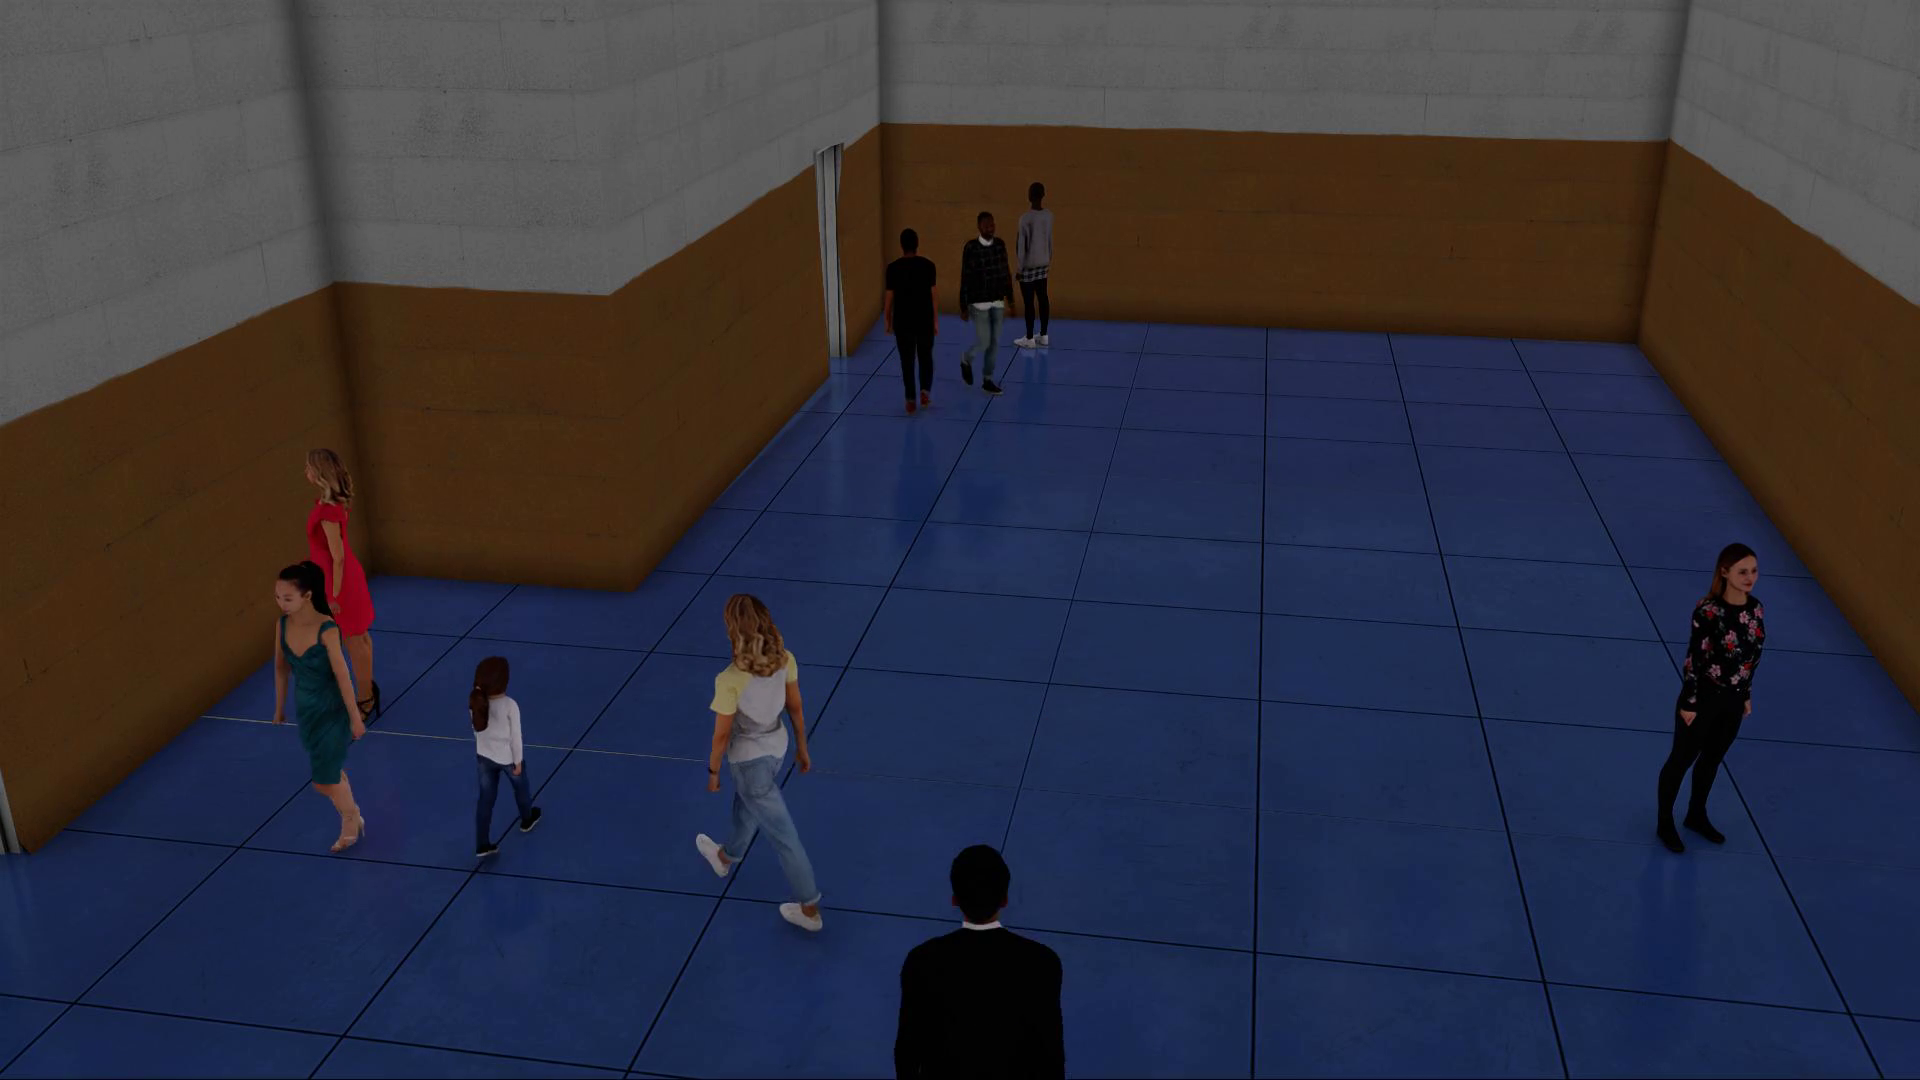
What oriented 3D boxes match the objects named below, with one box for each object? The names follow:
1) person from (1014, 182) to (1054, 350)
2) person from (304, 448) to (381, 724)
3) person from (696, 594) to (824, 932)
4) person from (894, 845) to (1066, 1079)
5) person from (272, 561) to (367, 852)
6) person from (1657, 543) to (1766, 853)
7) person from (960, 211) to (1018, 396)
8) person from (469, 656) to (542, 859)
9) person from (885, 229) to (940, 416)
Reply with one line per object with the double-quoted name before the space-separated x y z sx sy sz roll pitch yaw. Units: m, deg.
"person" 0.806 -2.959 17.892 0.697 1.772 0.739 -17 28 -36
"person" -3.678 0.261 9.936 0.660 1.729 0.648 -5 22 -13
"person" -0.889 1.111 7.887 1.232 1.664 0.994 17 27 35
"person" 0.058 1.947 5.606 1.181 1.830 0.973 -1 22 -3
"person" -3.185 0.872 8.490 0.667 1.674 0.815 13 25 29
"person" 3.906 0.807 8.641 0.596 1.682 0.709 -7 23 -17
"person" 0.199 -2.332 16.293 0.897 1.802 0.957 -15 26 -33
"person" -2.424 1.129 8.631 0.704 1.092 0.495 4 22 9
"person" -0.434 -2.017 15.578 0.650 1.750 0.788 -1 22 -3
